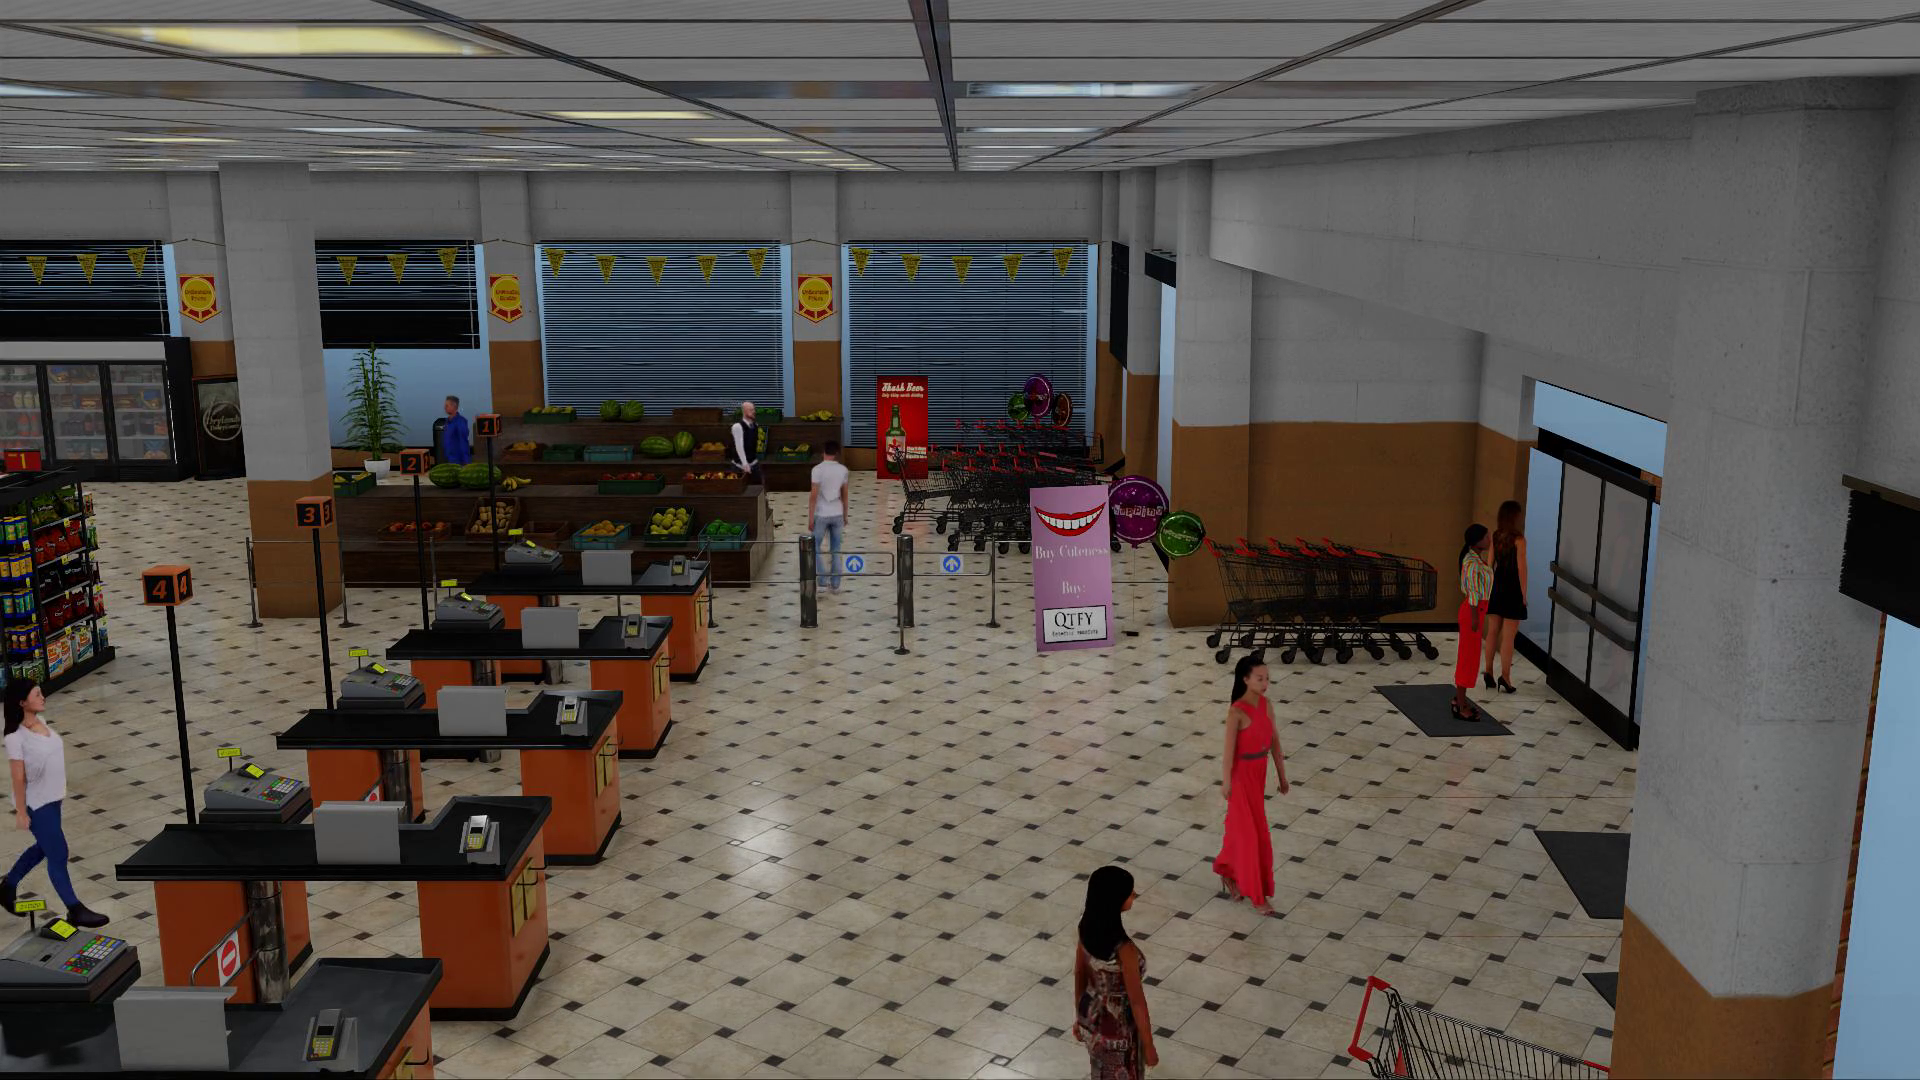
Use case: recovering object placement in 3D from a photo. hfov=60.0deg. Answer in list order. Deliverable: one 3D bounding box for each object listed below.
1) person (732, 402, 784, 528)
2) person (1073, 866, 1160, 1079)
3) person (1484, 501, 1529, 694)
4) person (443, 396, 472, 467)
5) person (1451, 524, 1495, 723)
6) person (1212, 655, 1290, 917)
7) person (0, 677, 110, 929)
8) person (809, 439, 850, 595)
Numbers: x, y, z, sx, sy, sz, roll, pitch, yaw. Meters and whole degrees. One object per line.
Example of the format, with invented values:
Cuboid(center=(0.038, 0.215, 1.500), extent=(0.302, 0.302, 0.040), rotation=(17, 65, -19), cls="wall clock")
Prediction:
Cuboid(center=(-3.075, -1.011, 23.272), extent=(1.351, 1.773, 1.154), rotation=(7, 14, 31), cls="person")
Cuboid(center=(0.634, 2.320, 7.788), extent=(0.775, 1.634, 0.756), rotation=(-5, 13, -23), cls="person")
Cuboid(center=(5.173, 0.535, 15.779), extent=(0.696, 1.835, 0.669), rotation=(-8, 14, -34), cls="person")
Cuboid(center=(-7.144, -1.155, 23.923), extent=(1.319, 1.787, 1.139), rotation=(-8, 14, -32), cls="person")
Cuboid(center=(4.598, 0.732, 14.943), extent=(0.617, 1.793, 0.647), rotation=(3, 12, 16), cls="person")
Cuboid(center=(1.850, 1.593, 11.060), extent=(0.886, 1.708, 0.934), rotation=(-11, 16, -42), cls="person")
Cuboid(center=(-5.949, 1.712, 10.612), extent=(1.042, 1.661, 0.706), rotation=(-2, 12, -8), cls="person")
Cuboid(center=(-1.520, -0.248, 19.545), extent=(0.881, 1.815, 0.976), rotation=(-10, 16, -41), cls="person")
